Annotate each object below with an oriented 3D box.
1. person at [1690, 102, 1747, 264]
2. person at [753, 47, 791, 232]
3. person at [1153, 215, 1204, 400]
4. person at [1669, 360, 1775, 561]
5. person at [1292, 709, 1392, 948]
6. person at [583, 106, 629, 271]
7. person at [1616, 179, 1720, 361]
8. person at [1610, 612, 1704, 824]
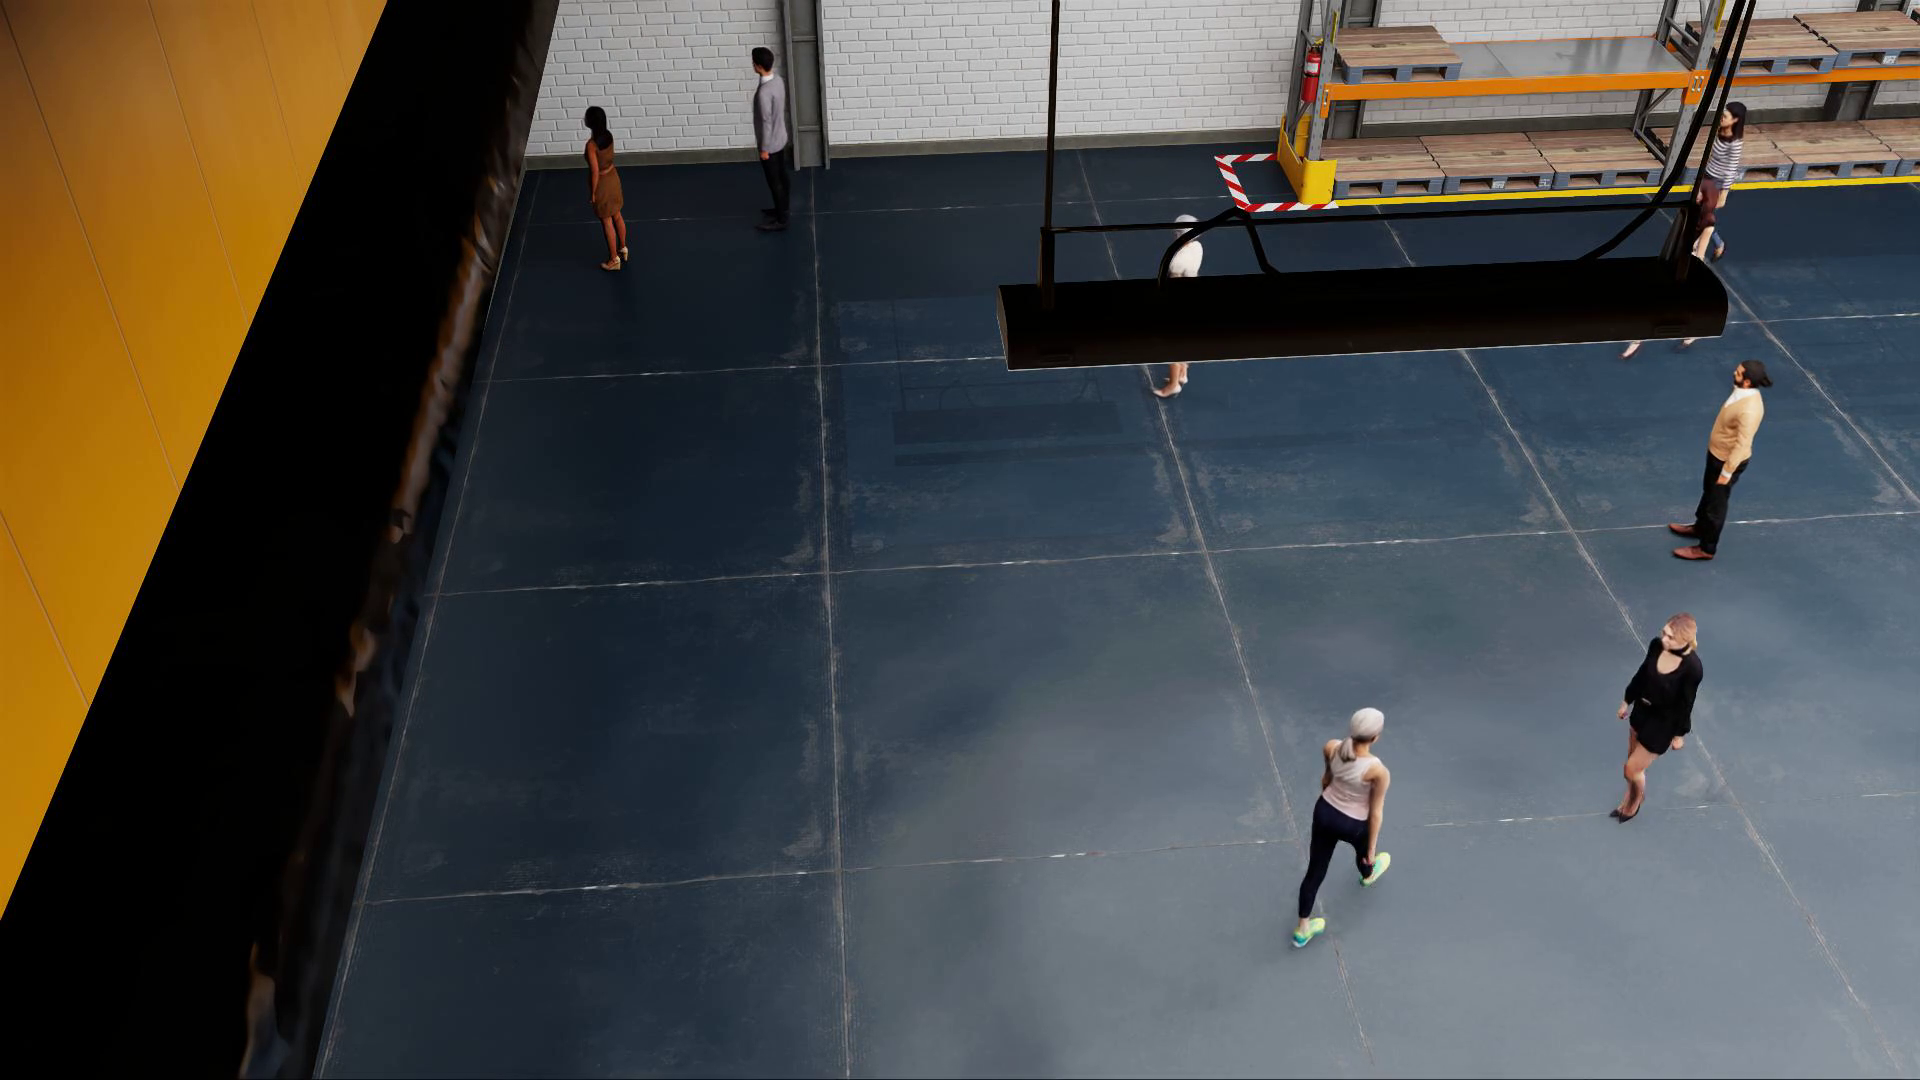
[{"bbox_3d":[7.395,-3.410,16.164,0.705,1.782,0.591,-3,39,-3],"label":"person"},{"bbox_3d":[-1.908,-4.078,16.888,0.684,1.920,0.784,3,39,4],"label":"person"},{"bbox_3d":[1.911,-2.018,14.442,0.739,1.756,0.709,22,44,26],"label":"person"},{"bbox_3d":[5.854,-0.628,12.703,0.704,1.752,0.729,9,39,11],"label":"person"},{"bbox_3d":[2.193,1.745,9.808,1.197,1.657,1.113,-30,48,-32],"label":"person"},{"bbox_3d":[-3.477,-3.451,16.288,0.618,1.690,0.624,11,40,13],"label":"person"},{"bbox_3d":[6.532,-2.390,14.908,1.139,1.754,0.764,-11,40,-14],"label":"person"},{"bbox_3d":[4.446,1.131,10.501,0.692,1.752,0.666,-14,41,-17],"label":"person"}]
